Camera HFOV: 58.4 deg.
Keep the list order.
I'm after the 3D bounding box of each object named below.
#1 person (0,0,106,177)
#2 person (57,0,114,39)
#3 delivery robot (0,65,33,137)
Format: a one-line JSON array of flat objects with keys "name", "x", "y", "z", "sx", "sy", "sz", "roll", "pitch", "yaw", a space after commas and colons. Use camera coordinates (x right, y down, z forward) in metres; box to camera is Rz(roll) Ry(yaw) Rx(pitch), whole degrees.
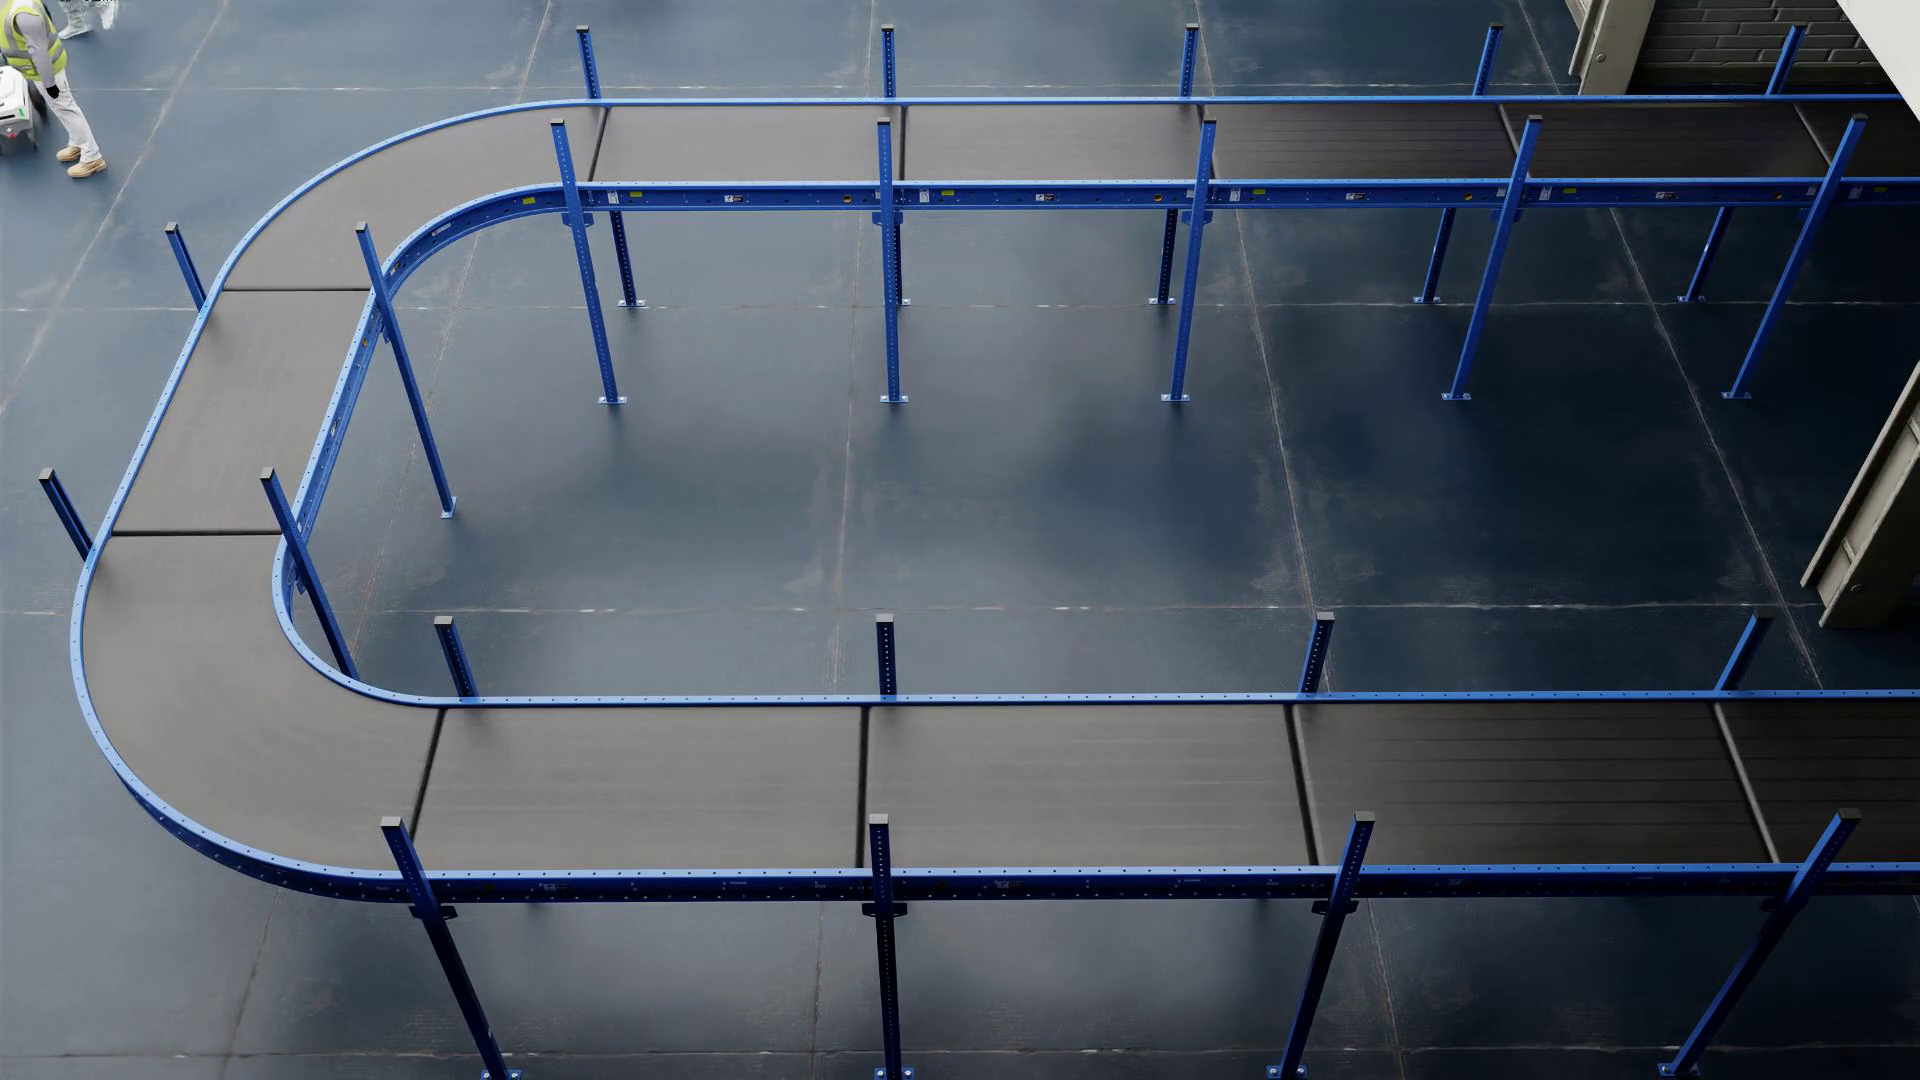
[{"name": "person", "x": -7.238, "y": -3.734, "z": 13.513, "sx": 0.430, "sy": 1.835, "sz": 0.619, "roll": -25, "pitch": 52, "yaw": -21}, {"name": "person", "x": -7.923, "y": -5.160, "z": 14.910, "sx": 0.559, "sy": 1.725, "sz": 0.500, "roll": -28, "pitch": 53, "yaw": -24}, {"name": "delivery robot", "x": -7.940, "y": -3.661, "z": 14.267, "sx": 0.477, "sy": 0.478, "sz": 0.707, "roll": -16, "pitch": 49, "yaw": -15}]
